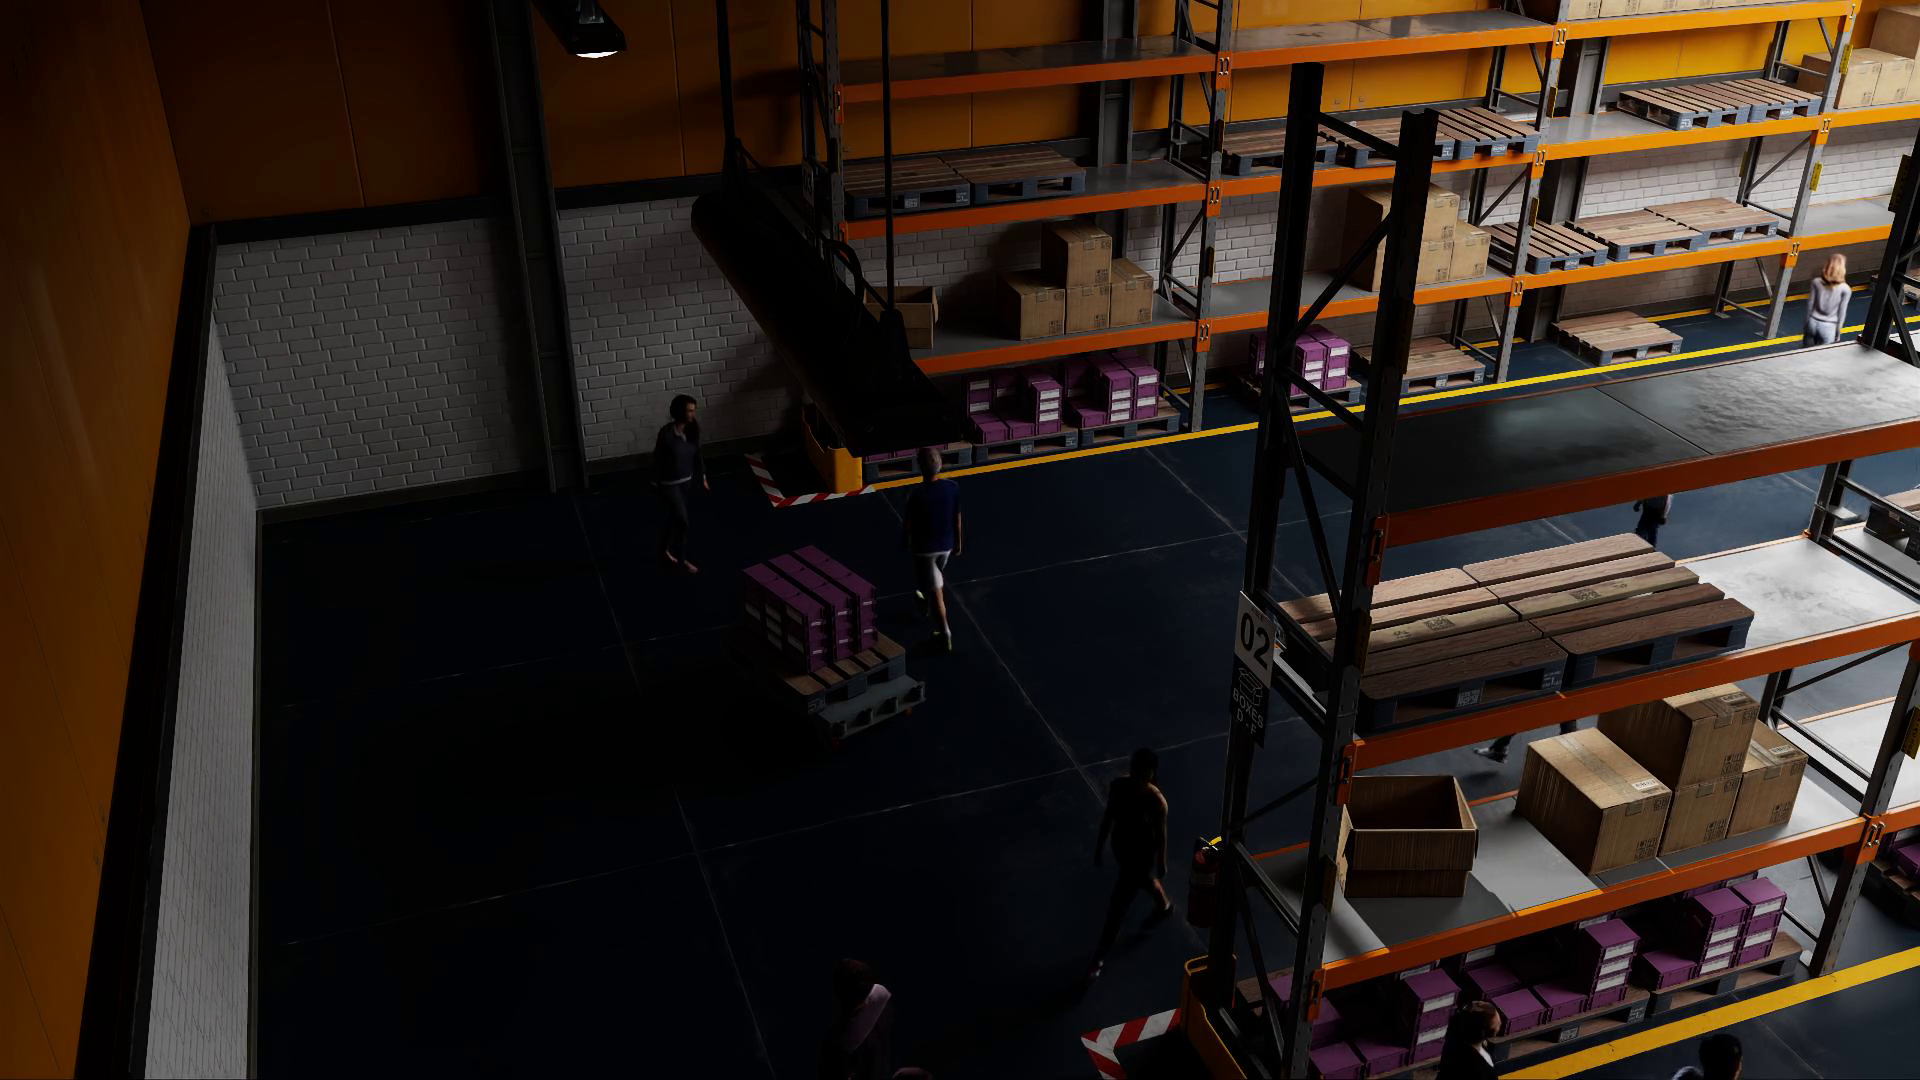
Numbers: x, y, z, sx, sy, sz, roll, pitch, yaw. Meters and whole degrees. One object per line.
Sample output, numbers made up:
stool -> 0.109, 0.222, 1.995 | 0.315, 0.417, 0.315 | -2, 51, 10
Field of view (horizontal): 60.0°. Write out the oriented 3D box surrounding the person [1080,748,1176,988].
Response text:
person -> 1.179, 2.007, 10.726 | 1.262, 1.665, 0.926 | -24, 36, -36

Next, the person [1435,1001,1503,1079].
person -> 2.511, 3.075, 8.744 | 0.815, 1.689, 0.764 | 1, 29, 2

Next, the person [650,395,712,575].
person -> -2.693, -0.532, 15.320 | 0.921, 1.725, 0.882 | 25, 37, 37

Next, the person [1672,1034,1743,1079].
person -> 3.581, 3.232, 8.354 | 0.656, 1.788, 0.669 | -6, 29, -12

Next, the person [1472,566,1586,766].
person -> 4.589, 0.920, 12.605 | 1.217, 1.776, 0.775 | -13, 31, -22

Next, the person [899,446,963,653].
person -> -0.185, 0.109, 14.069 | 1.051, 1.797, 0.833 | -17, 33, -28

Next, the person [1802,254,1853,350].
person -> 9.579, -2.322, 18.529 | 0.624, 1.794, 0.649 | -20, 34, -32

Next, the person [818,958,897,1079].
person -> -0.533, 2.948, 8.814 | 0.855, 1.845, 0.795 | 13, 31, 22
